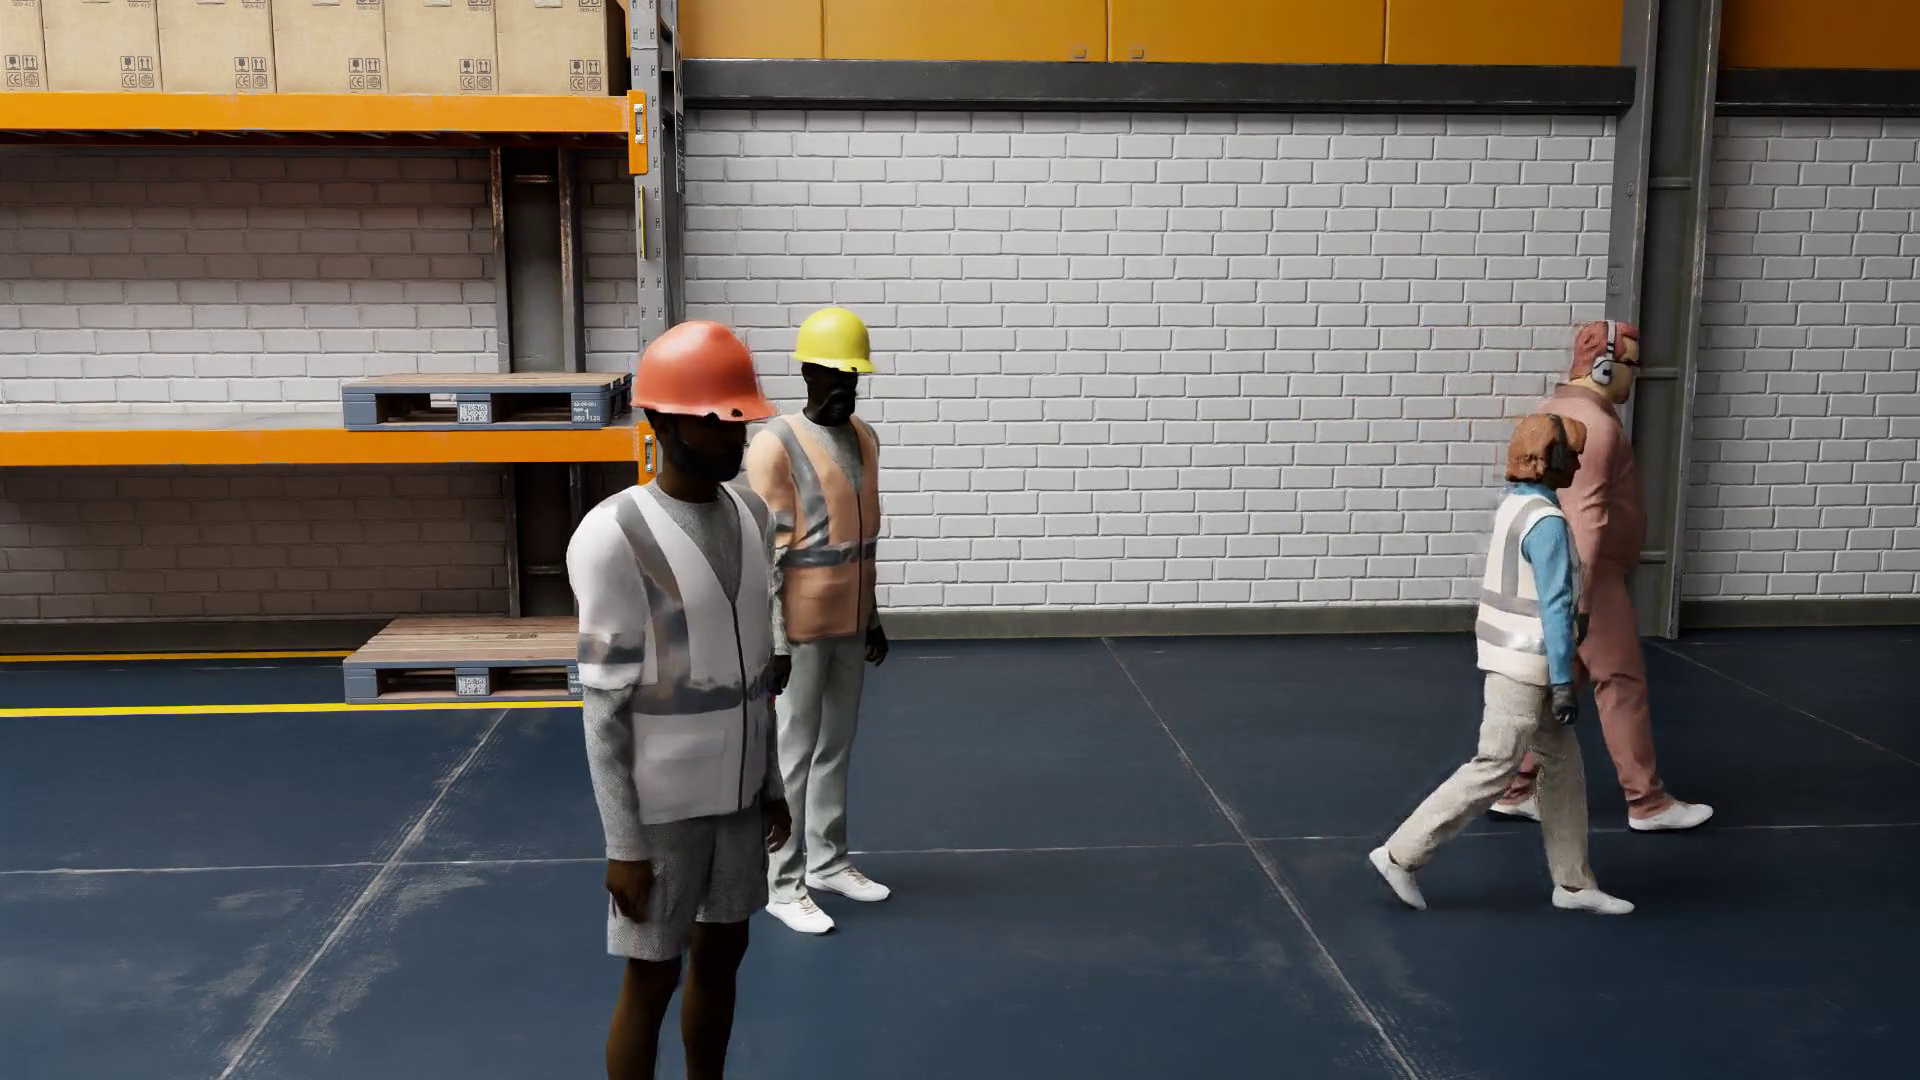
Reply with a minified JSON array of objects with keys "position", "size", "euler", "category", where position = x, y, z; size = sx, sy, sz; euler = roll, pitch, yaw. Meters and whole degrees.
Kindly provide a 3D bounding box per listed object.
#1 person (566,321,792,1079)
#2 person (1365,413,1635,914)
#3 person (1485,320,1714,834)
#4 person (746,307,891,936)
[{"position":[-0.543,0.517,3.484],"size":[0.416,1.929,0.564],"euler":[6,11,33],"category":"person"},{"position":[1.709,0.399,5.218],"size":[0.805,1.602,0.519],"euler":[2,9,11],"category":"person"},{"position":[2.326,0.152,5.973],"size":[0.802,1.858,0.682],"euler":[0,9,2],"category":"person"},{"position":[-0.412,0.243,5.195],"size":[0.381,1.923,0.591],"euler":[6,11,31],"category":"person"}]
